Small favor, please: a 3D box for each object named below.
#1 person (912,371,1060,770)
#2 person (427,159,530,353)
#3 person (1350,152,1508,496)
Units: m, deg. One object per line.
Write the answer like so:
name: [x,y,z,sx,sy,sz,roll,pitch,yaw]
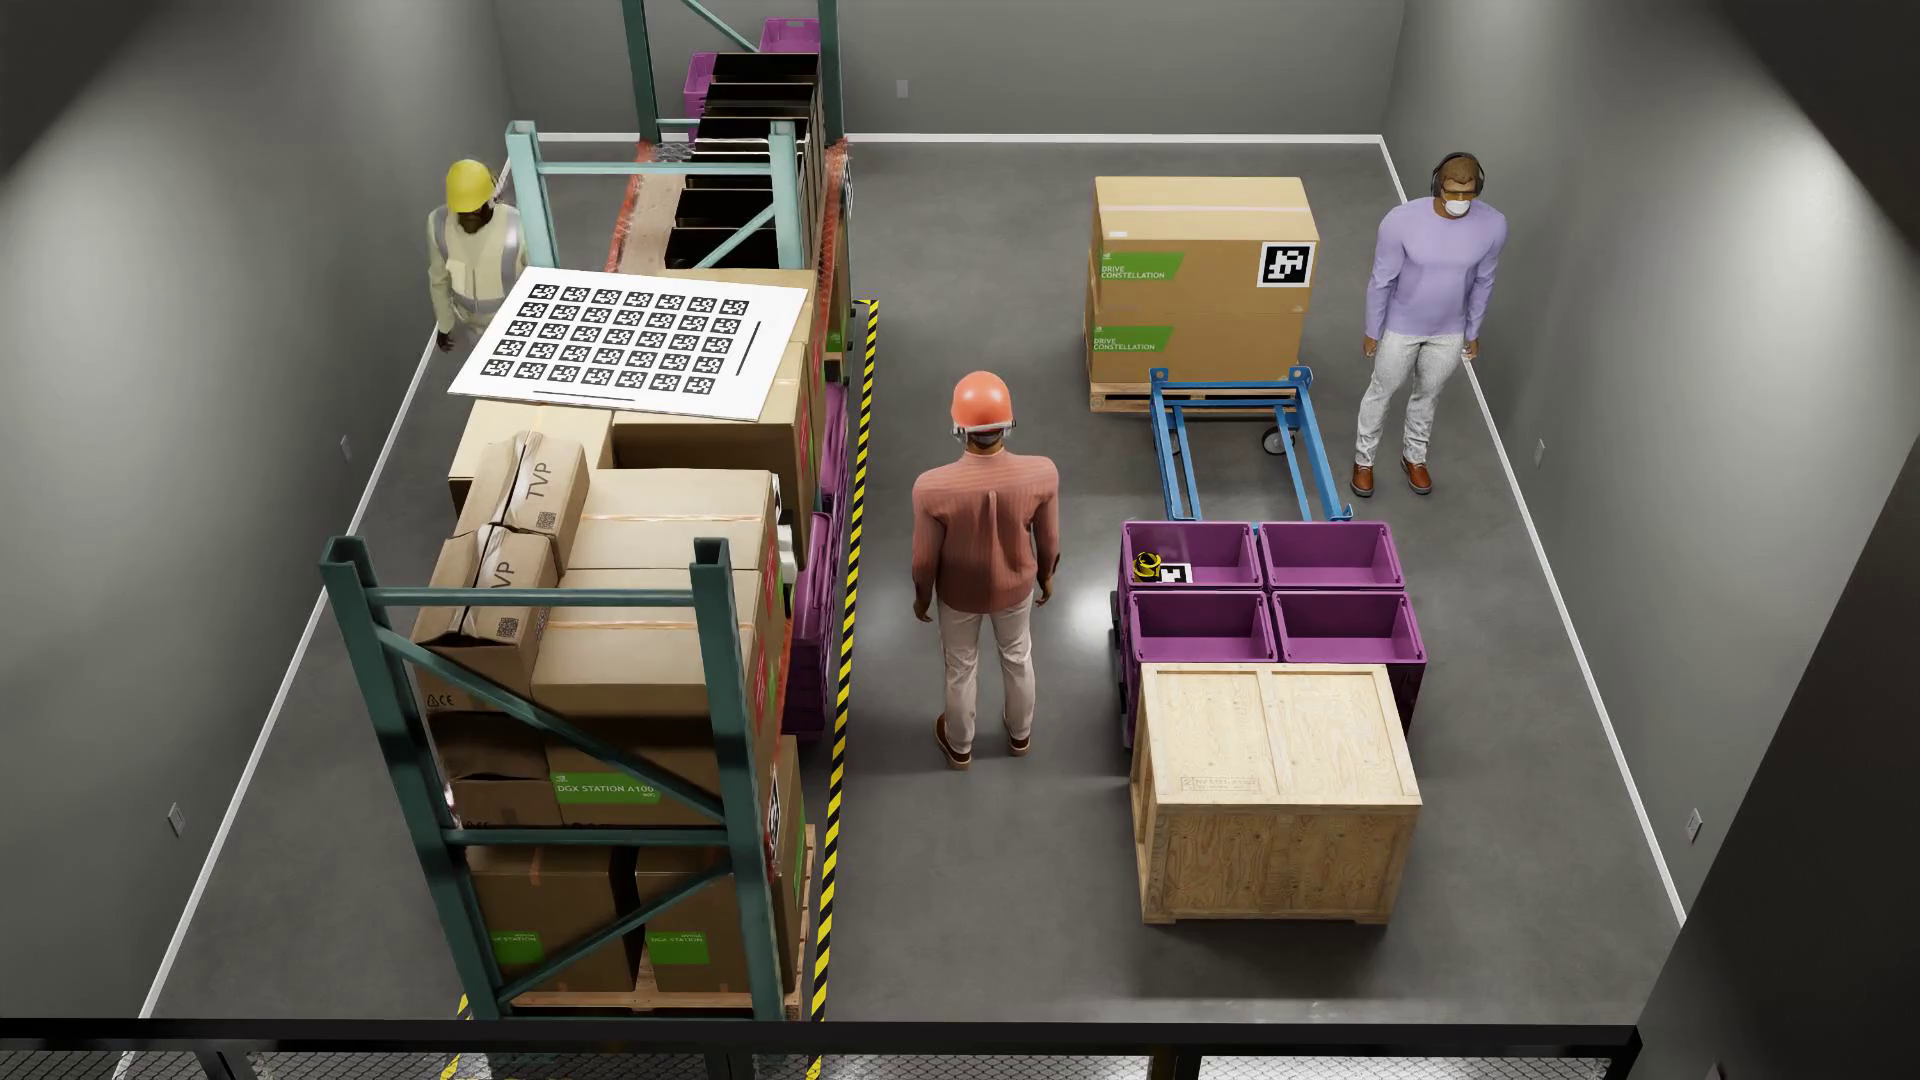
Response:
person: [0.098,0.156,6.895,0.622,1.990,0.399,-9,42,-11]
person: [-2.367,-1.151,8.521,0.611,1.813,0.424,8,42,9]
person: [2.324,-1.062,8.325,0.630,1.940,0.373,-2,41,-2]
